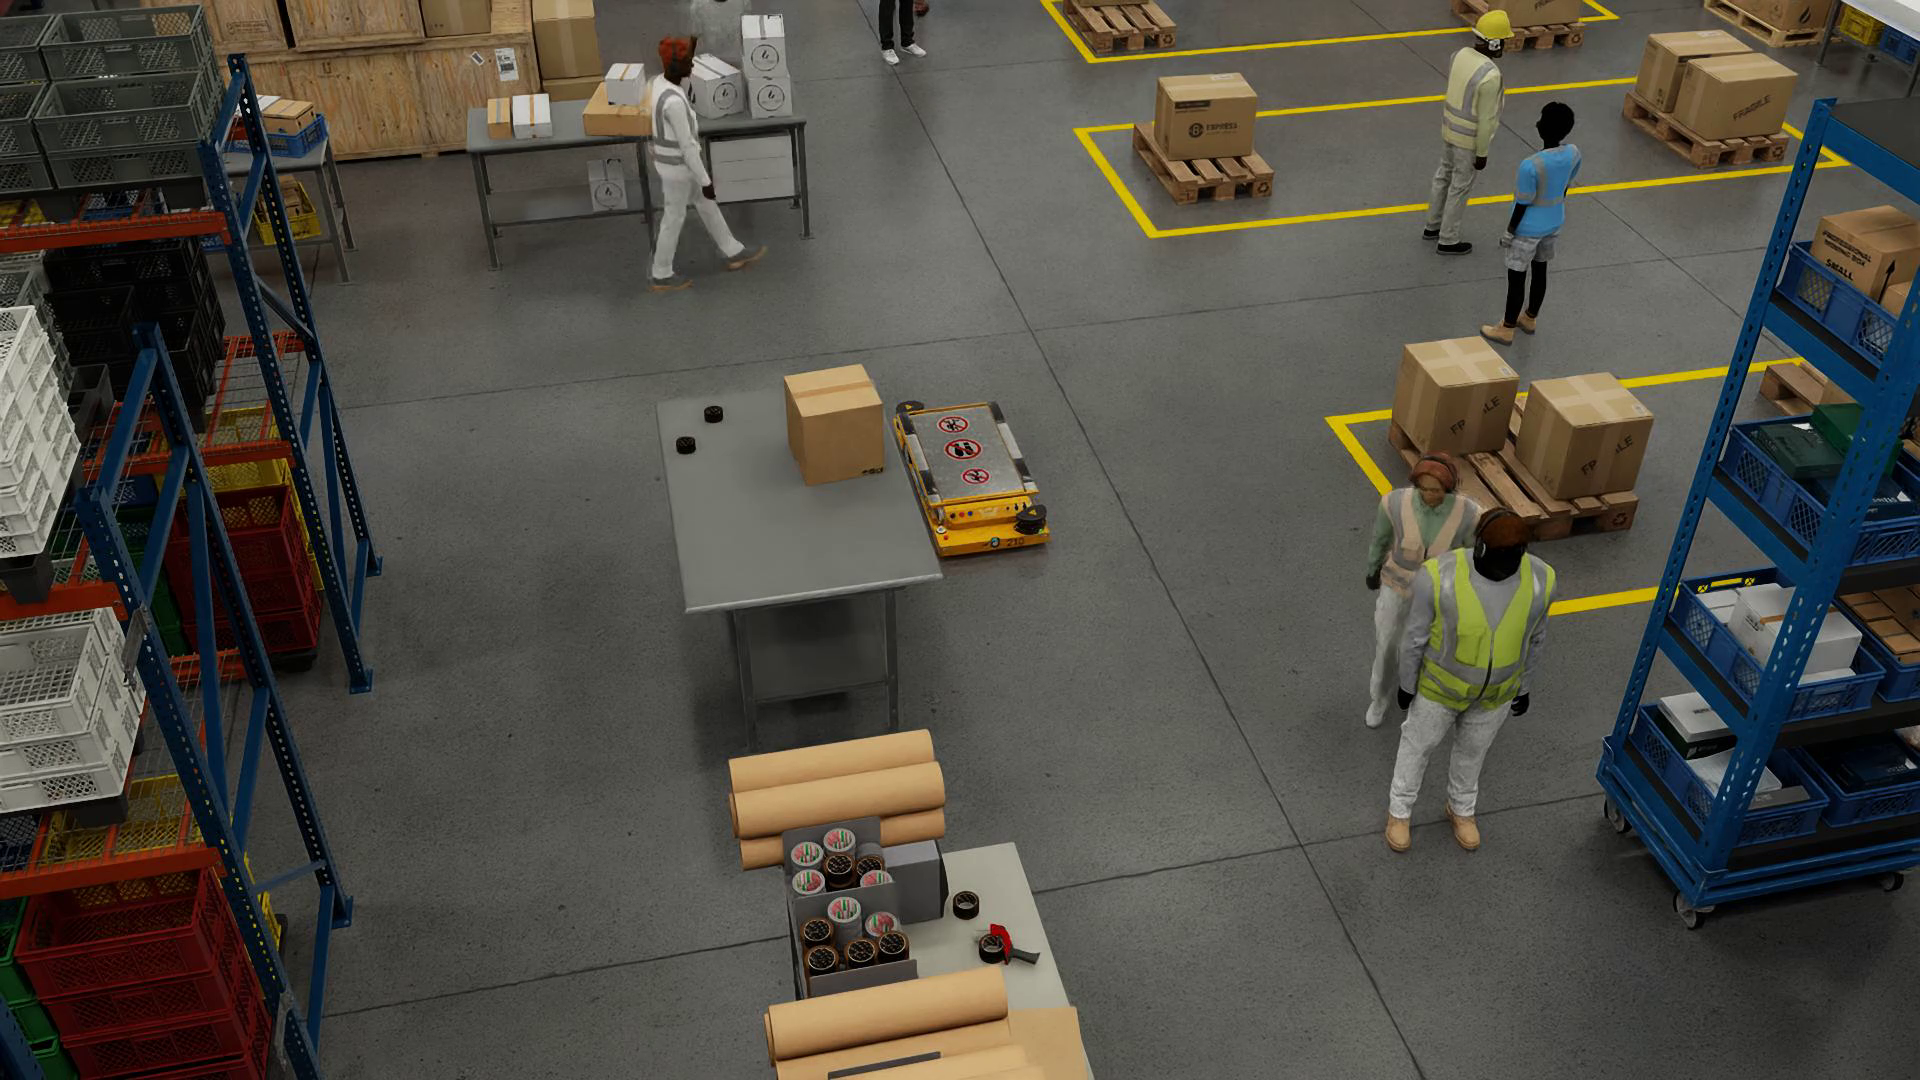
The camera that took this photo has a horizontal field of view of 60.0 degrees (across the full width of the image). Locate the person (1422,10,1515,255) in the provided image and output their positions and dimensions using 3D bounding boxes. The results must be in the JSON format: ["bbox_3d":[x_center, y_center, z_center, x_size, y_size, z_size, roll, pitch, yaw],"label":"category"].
[{"bbox_3d":[3.755,-2.996,12.269,0.404,1.824,0.595,-8,37,-10],"label":"person"}]

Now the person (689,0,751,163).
[{"bbox_3d":[-1.965,-3.680,13.180,0.759,1.838,0.329,-11,38,-15],"label":"person"}]

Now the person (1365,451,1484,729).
[{"bbox_3d":[2.267,0.172,8.187,0.533,1.608,0.585,11,38,14],"label":"person"}]

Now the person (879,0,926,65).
[{"bbox_3d":[-0.572,-5.433,15.465,0.595,1.916,0.386,-26,44,-30],"label":"person"}]

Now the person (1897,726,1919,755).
[{"bbox_3d":[4.668,0.358,7.630,0.437,1.977,0.641,7,37,9],"label":"person"}]

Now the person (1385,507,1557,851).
[{"bbox_3d":[2.243,0.635,7.369,0.625,1.846,0.429,0,37,-1],"label":"person"}]

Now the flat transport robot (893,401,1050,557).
[{"bbox_3d":[0.046,-0.430,10.108,0.652,0.197,1.431,-8,37,-10],"label":"flat transport robot"}]

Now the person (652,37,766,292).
[{"bbox_3d":[-1.853,-2.653,11.788,0.926,1.839,0.595,-7,37,-9],"label":"person"}]

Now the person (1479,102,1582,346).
[{"bbox_3d":[3.861,-2.123,11.197,0.532,1.696,0.318,-23,42,-27],"label":"person"}]

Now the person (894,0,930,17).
[{"bbox_3d":[-0.559,-6.172,16.478,0.649,1.899,0.399,5,37,7],"label":"person"}]
